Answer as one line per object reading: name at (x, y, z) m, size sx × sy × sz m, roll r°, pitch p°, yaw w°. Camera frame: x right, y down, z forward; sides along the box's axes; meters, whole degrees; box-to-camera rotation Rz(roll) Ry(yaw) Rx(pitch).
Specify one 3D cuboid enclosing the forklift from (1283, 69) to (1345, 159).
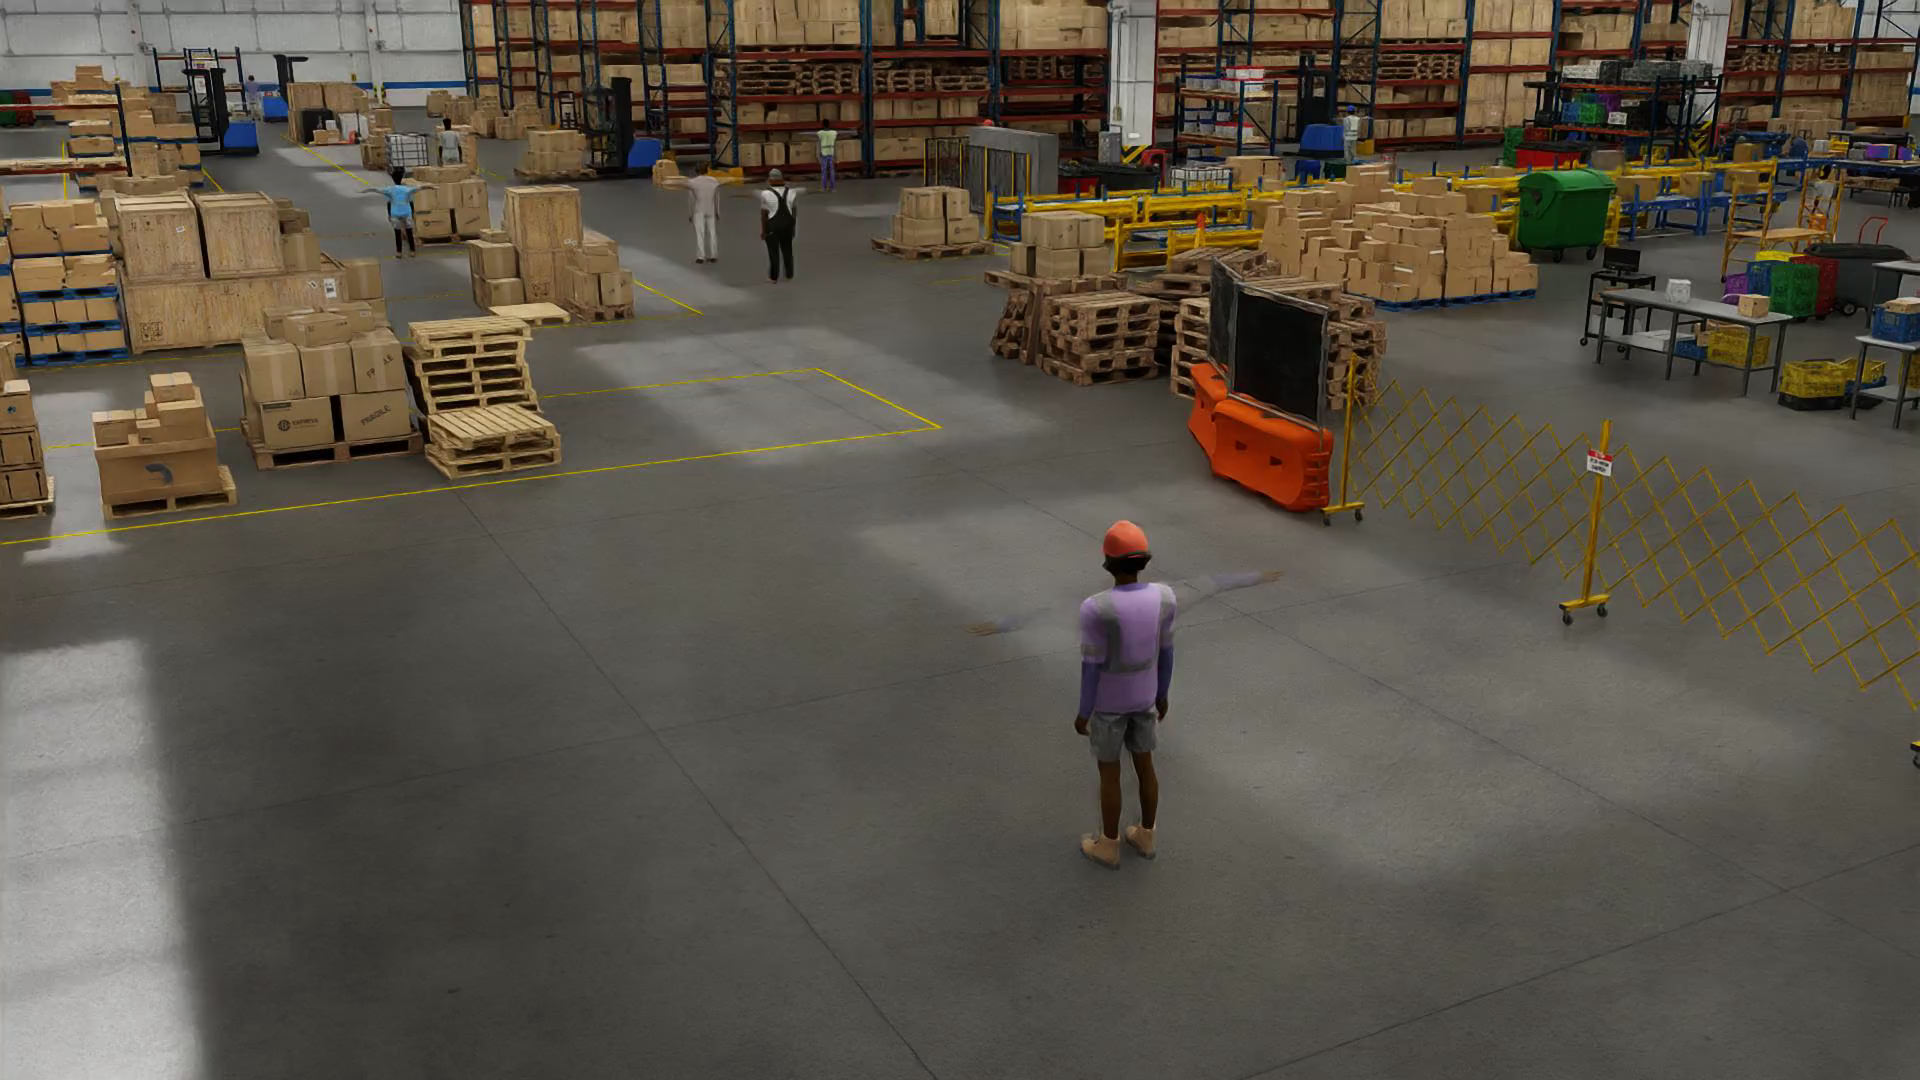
forklift at (11.616, -13.871, 54.079) m, size 1.129 × 2.768 × 1.873 m, roll -9°, pitch 20°, yaw -26°

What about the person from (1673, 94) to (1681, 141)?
person at (26.463, -15.542, 60.980) m, size 0.600 × 1.827 × 0.404 m, roll -9°, pitch 20°, yaw -26°

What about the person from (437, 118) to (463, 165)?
person at (-13.422, -10.103, 43.808) m, size 0.613 × 1.961 × 0.368 m, roll -9°, pitch 20°, yaw -26°

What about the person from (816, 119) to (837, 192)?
person at (-3.543, -10.248, 44.339) m, size 0.596 × 1.914 × 0.373 m, roll -9°, pitch 20°, yaw -26°

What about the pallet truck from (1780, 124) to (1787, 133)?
pallet truck at (25.206, -12.542, 52.601) m, size 1.601 × 1.201 × 0.680 m, roll 0°, pitch 18°, yaw -2°

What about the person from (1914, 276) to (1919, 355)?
person at (13.708, -3.510, 23.577) m, size 0.533 × 1.765 × 0.331 m, roll -9°, pitch 20°, yaw -26°

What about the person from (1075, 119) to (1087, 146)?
person at (4.004, -13.728, 55.539) m, size 0.540 × 1.695 × 0.317 m, roll -9°, pitch 20°, yaw -26°

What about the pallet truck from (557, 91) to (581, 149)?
pallet truck at (-13.495, -14.412, 57.188) m, size 0.823 × 1.965 × 1.885 m, roll -3°, pitch 18°, yaw -9°

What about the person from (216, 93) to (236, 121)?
person at (-25.077, -14.300, 56.842) m, size 0.622 × 1.992 × 0.396 m, roll -9°, pitch 20°, yaw -26°

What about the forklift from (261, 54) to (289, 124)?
forklift at (-28.620, -19.103, 70.388) m, size 1.873 × 2.768 × 1.129 m, roll -9°, pitch 20°, yaw -26°

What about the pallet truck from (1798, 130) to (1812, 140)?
pallet truck at (25.526, -11.556, 49.408) m, size 1.630 × 1.274 × 0.653 m, roll -9°, pitch 20°, yaw -26°

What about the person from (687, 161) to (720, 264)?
person at (-4.906, -6.271, 31.903) m, size 0.635 × 1.936 × 0.356 m, roll -9°, pitch 20°, yaw -26°

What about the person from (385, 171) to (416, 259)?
person at (-10.970, -6.383, 32.643) m, size 0.540 × 1.695 × 0.317 m, roll -9°, pitch 20°, yaw -26°

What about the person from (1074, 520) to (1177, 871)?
person at (0.914, 0.878, 9.448) m, size 0.614 × 2.040 × 0.390 m, roll -9°, pitch 20°, yaw -26°

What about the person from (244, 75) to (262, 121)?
person at (-30.637, -19.178, 72.143) m, size 0.635 × 1.937 × 0.352 m, roll -9°, pitch 20°, yaw -26°

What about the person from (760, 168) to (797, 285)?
person at (-3.252, -5.588, 29.610) m, size 0.701 × 2.000 × 0.538 m, roll -12°, pitch 21°, yaw -32°

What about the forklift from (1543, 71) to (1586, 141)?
forklift at (18.685, -13.231, 52.085) m, size 1.873 × 2.768 × 1.129 m, roll -9°, pitch 20°, yaw -26°

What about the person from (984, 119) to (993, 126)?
person at (0.755, -10.081, 43.786) m, size 0.551 × 1.932 × 0.378 m, roll -9°, pitch 20°, yaw -26°

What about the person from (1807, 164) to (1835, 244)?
person at (16.585, -6.297, 32.105) m, size 0.533 × 1.864 × 0.310 m, roll -9°, pitch 20°, yaw -26°

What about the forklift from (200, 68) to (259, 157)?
forklift at (-24.369, -14.147, 54.940) m, size 1.873 × 2.768 × 1.129 m, roll -9°, pitch 20°, yaw -26°

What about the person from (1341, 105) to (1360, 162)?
person at (11.684, -12.035, 49.861) m, size 0.615 × 1.943 × 0.409 m, roll -9°, pitch 20°, yaw -26°

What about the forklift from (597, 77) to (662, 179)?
forklift at (-9.687, -11.923, 48.004) m, size 1.873 × 2.768 × 1.129 m, roll -9°, pitch 20°, yaw -26°
